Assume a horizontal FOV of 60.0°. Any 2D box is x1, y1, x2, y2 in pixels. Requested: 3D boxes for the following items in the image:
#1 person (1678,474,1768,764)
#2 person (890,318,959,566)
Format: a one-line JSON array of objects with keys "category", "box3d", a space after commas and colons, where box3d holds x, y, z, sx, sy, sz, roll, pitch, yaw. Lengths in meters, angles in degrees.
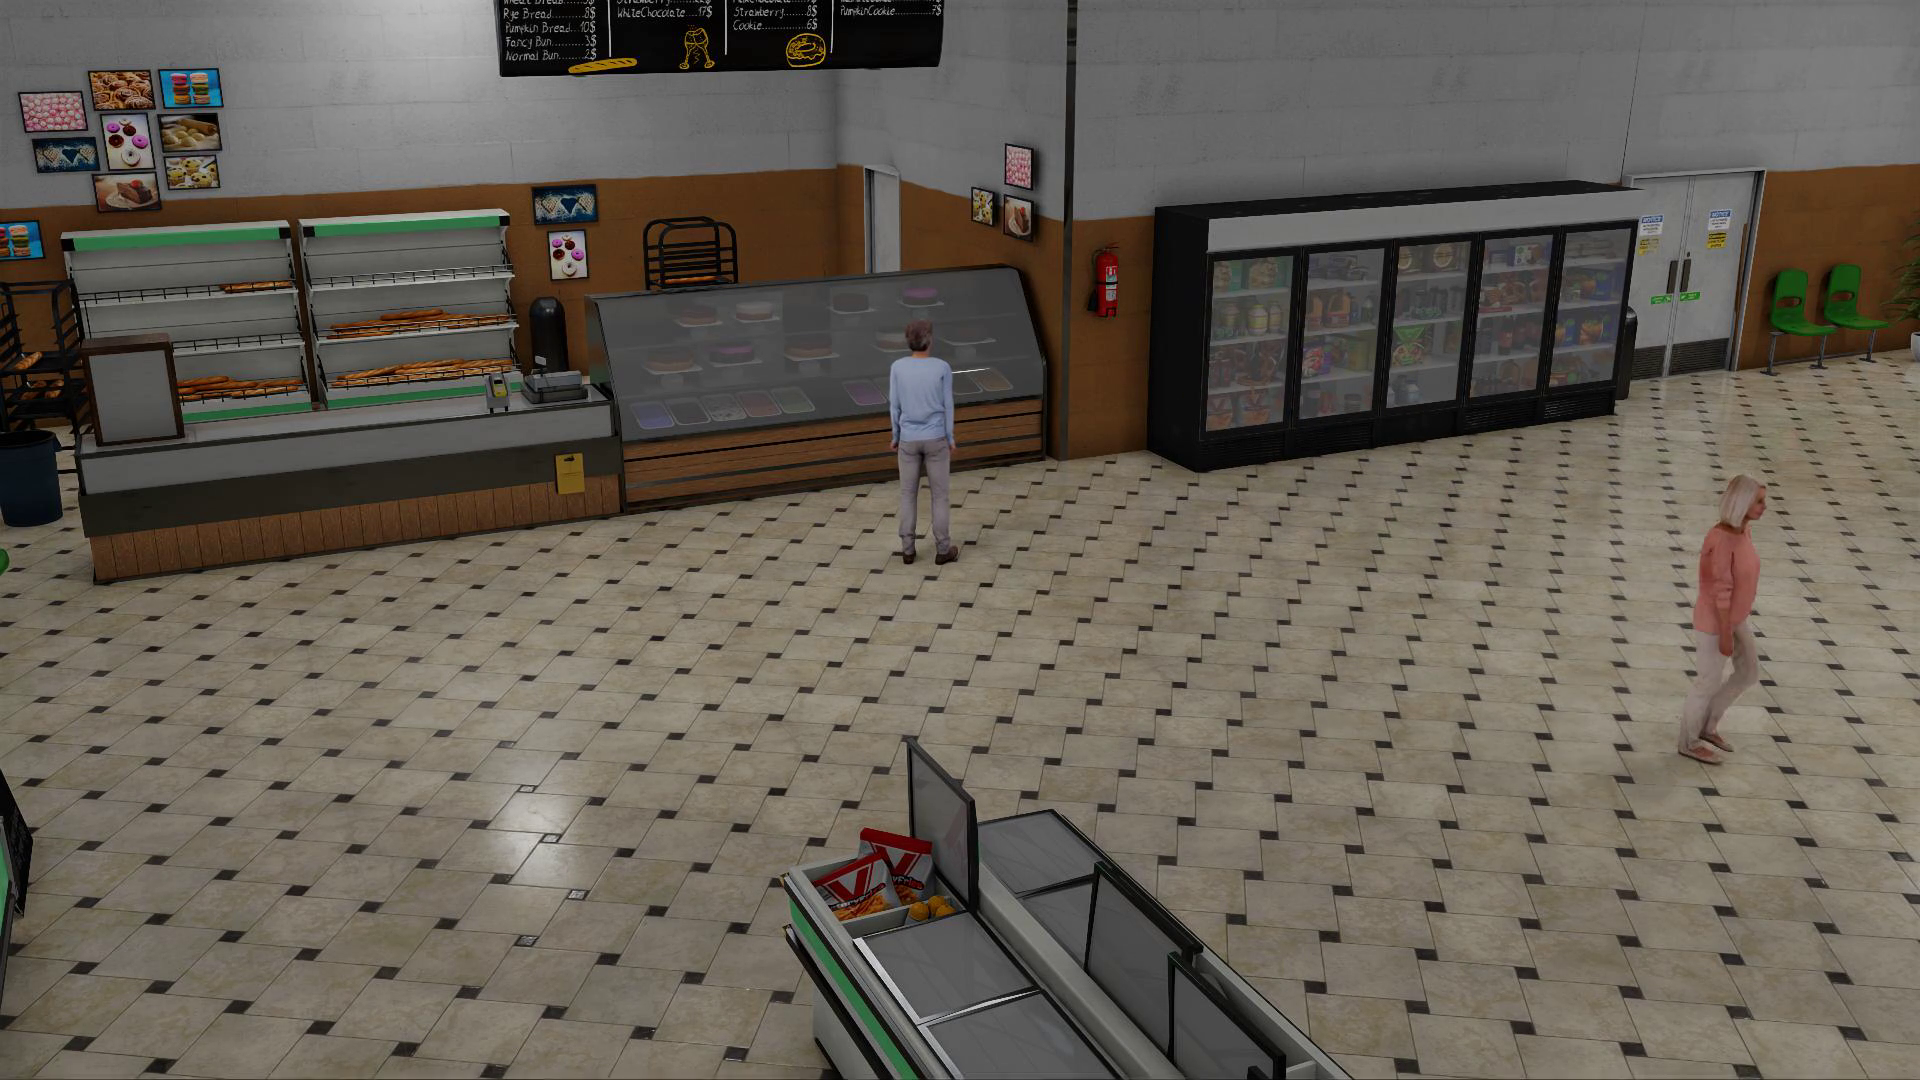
[{"category": "person", "box3d": [4.219, 0.434, 9.402, 0.734, 1.717, 0.720, 14, 23, 35]}, {"category": "person", "box3d": [-0.280, -0.744, 12.619, 0.755, 1.893, 0.782, 4, 19, 11]}]
